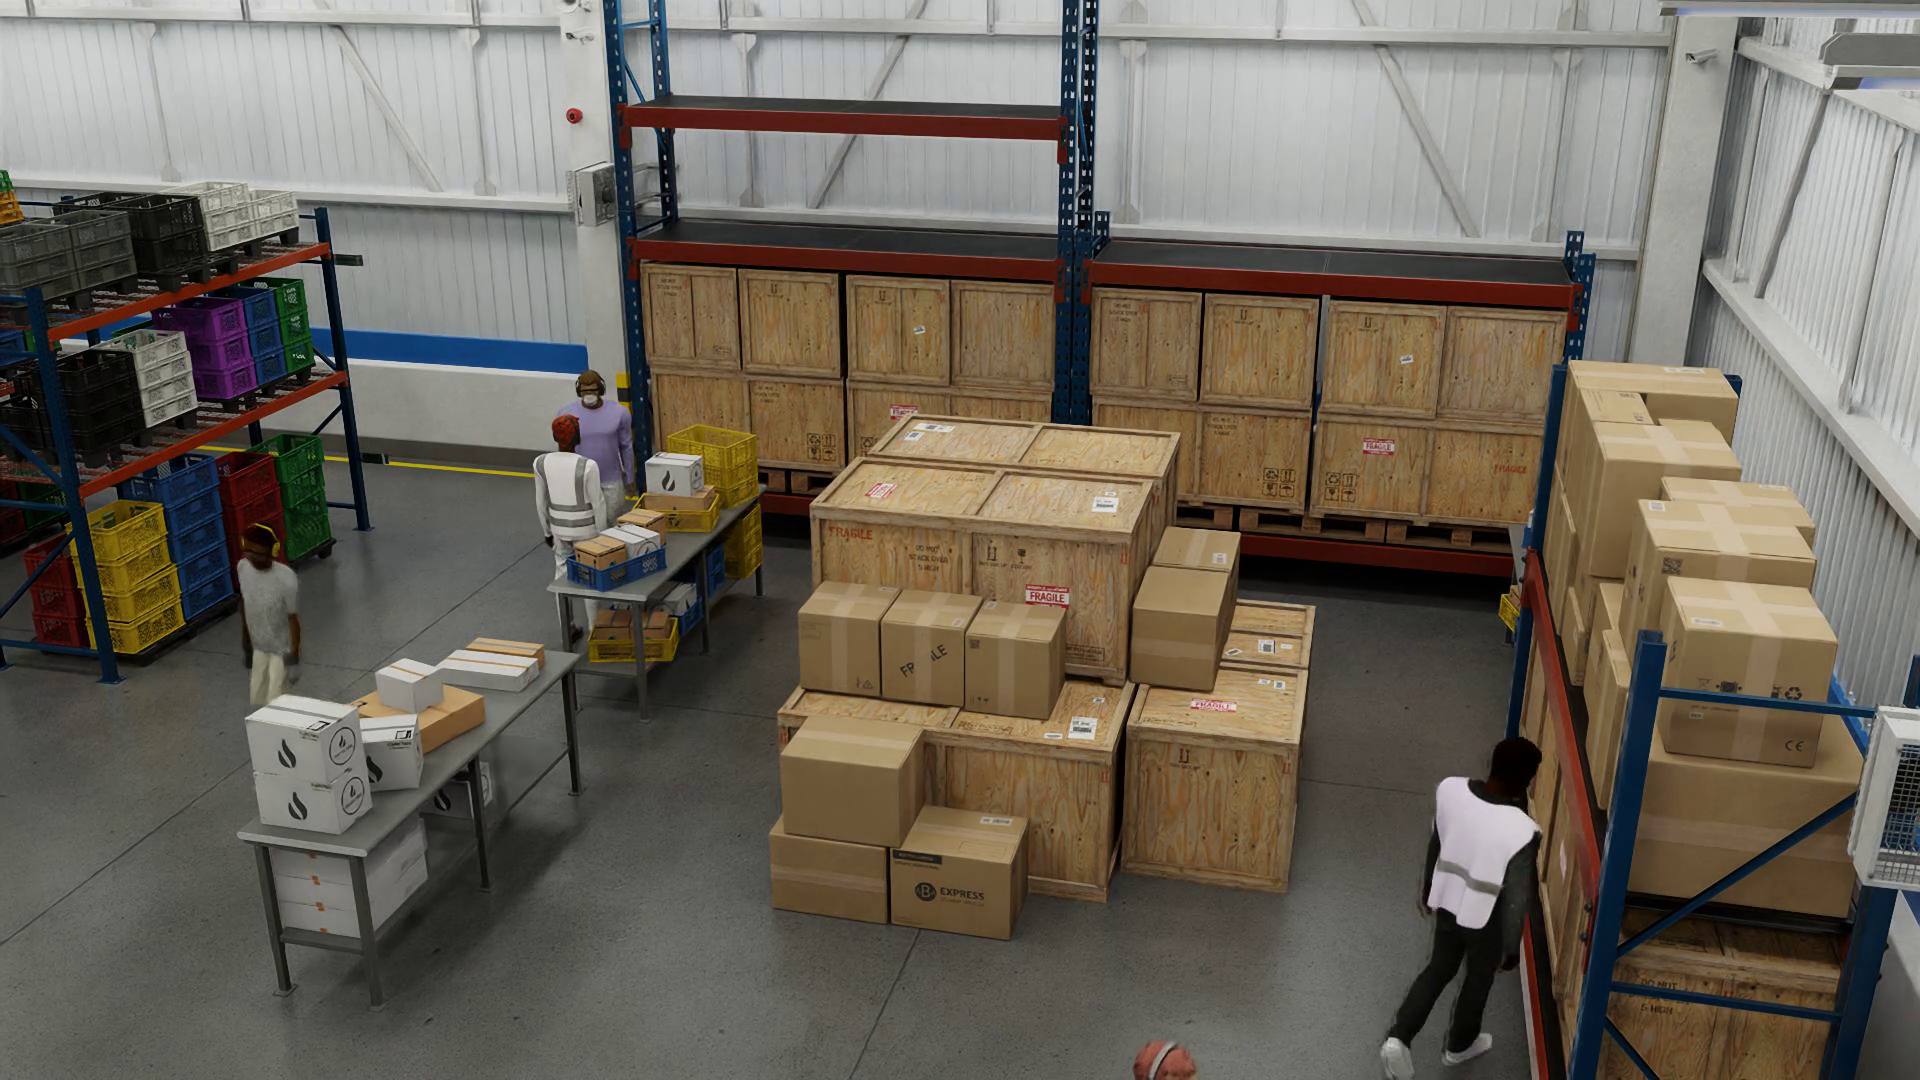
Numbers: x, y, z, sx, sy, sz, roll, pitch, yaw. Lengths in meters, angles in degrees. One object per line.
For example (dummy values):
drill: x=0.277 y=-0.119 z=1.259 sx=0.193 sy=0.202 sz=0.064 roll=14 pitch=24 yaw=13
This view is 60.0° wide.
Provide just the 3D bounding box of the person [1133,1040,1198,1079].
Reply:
person: x=0.682 y=2.593 z=5.968 sx=0.398 sy=1.900 sz=0.653 roll=17 pitch=27 yaw=38

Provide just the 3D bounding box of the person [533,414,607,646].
person: x=-2.988 y=-0.061 z=12.926 sx=0.573 sy=1.883 sz=0.355 roll=6 pitch=22 yaw=16

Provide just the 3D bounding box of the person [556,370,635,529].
person: x=-3.043 y=-0.499 z=13.995 sx=0.631 sy=1.938 sz=0.362 roll=-5 pitch=21 yaw=-12

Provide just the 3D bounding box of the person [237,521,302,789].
person: x=-4.503 y=0.715 z=10.949 sx=0.539 sy=1.844 sz=0.622 roll=11 pitch=24 yaw=27

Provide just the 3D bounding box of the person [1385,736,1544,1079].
person: x=2.427 y=1.813 z=8.048 sx=0.726 sy=1.876 sz=0.609 roll=-14 pitch=25 yaw=-32
